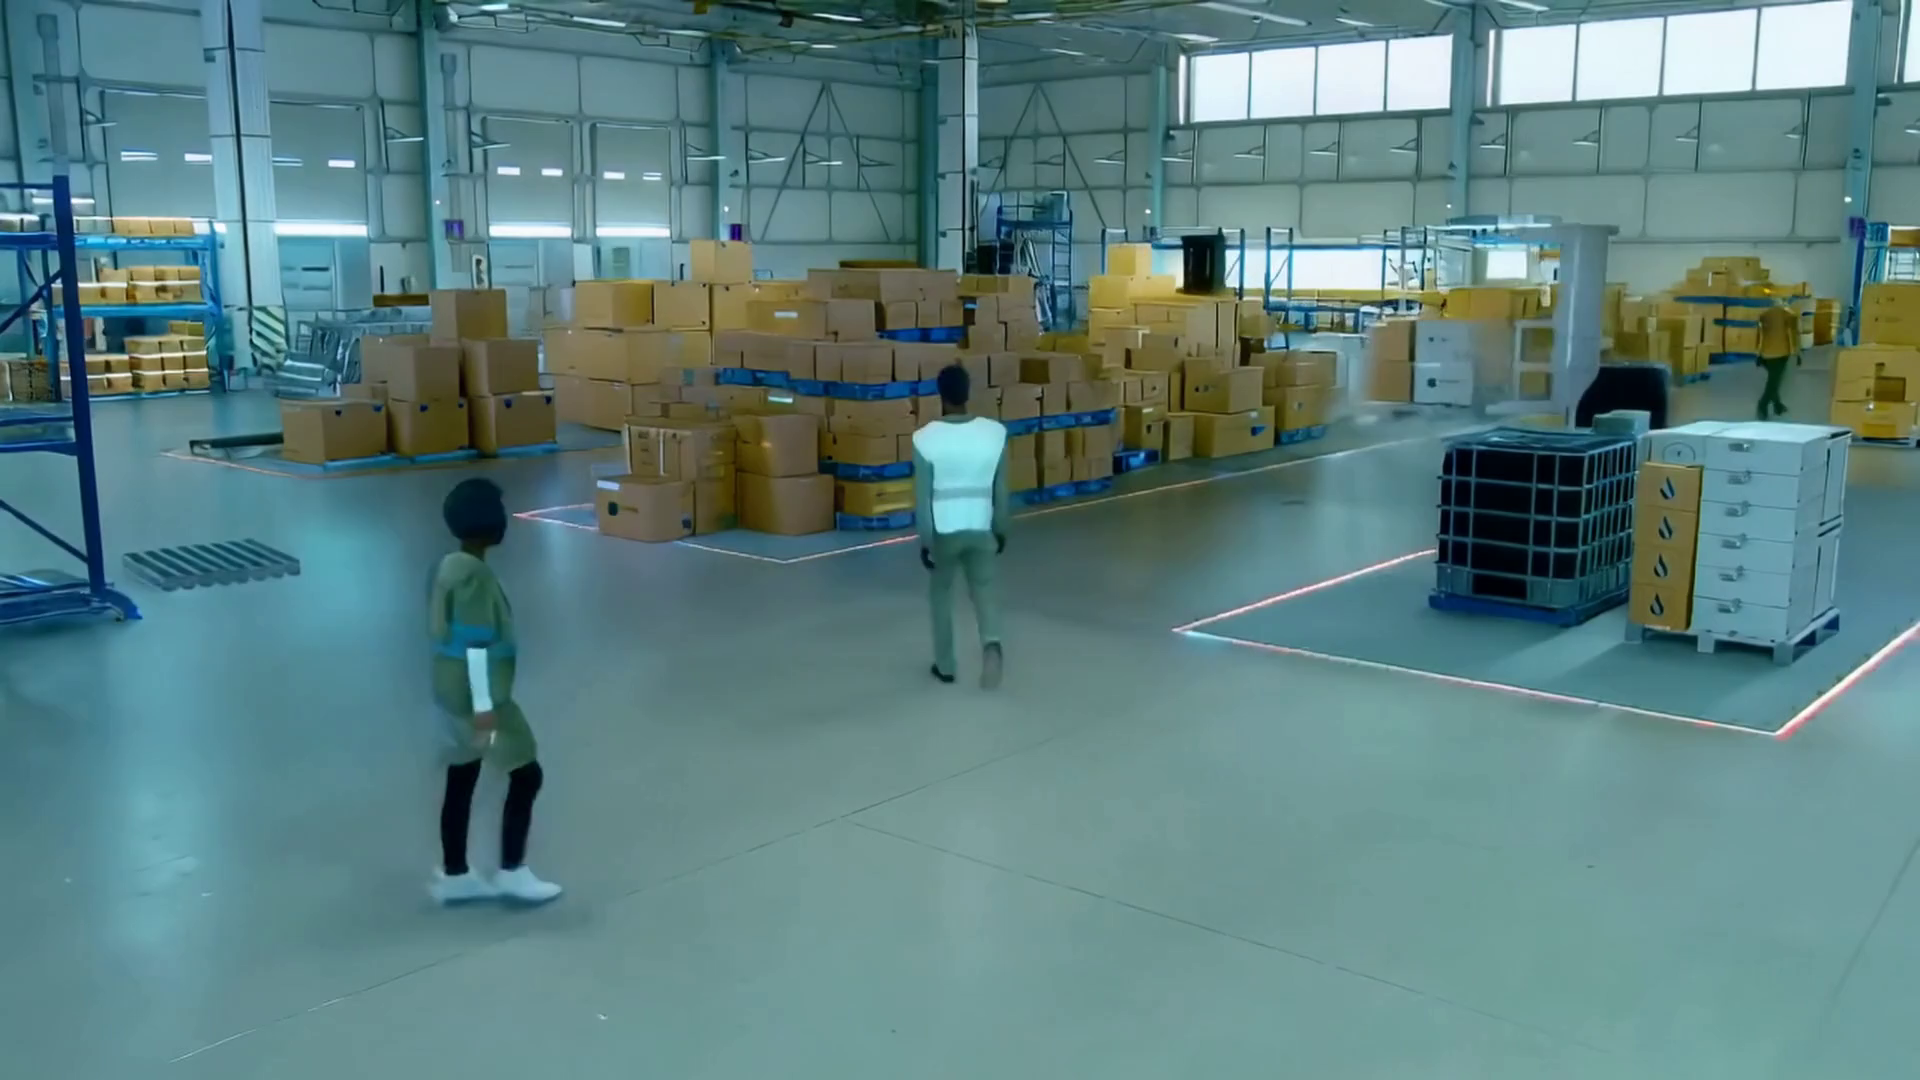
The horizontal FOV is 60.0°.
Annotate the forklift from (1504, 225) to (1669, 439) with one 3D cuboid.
[{"bbox_3d":[7.927,-2.559,20.961,1.873,2.768,1.129,3,10,16],"label":"forklift"}]

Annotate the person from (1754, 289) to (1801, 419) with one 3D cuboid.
[{"bbox_3d":[12.244,-2.774,24.895,1.057,1.937,0.641,-6,12,-30],"label":"person"}]

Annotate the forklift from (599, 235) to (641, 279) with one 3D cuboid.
[{"bbox_3d":[-7.656,-5.502,37.721,1.873,2.768,1.129,8,13,40],"label":"forklift"}]

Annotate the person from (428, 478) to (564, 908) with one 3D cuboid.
[{"bbox_3d":[-1.764,0.593,6.398,0.565,1.677,0.552,-5,11,-27],"label":"person"}]

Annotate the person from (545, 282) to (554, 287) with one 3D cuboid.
[{"bbox_3d":[-11.442,-6.364,46.229,0.529,1.613,0.754,6,12,32],"label":"person"}]

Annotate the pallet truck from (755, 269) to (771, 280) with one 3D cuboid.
[{"bbox_3d":[-4.996,-6.432,45.525,1.885,1.965,0.823,-6,12,-32],"label":"pallet truck"}]

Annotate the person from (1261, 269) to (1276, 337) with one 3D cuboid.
[{"bbox_3d":[8.915,-6.843,48.037,0.357,1.938,0.542,-5,11,-27],"label":"person"}]

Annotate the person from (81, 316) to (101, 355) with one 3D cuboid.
[{"bbox_3d":[-17.386,-4.127,33.162,0.507,1.718,0.363,7,12,36],"label":"person"}]

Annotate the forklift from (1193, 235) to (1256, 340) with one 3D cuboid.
[{"bbox_3d":[5.583,-5.397,37.123,1.873,2.768,1.129,8,13,40],"label":"forklift"}]

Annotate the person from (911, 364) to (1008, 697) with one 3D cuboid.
[{"bbox_3d":[0.020,-0.057,9.540,0.598,1.894,0.805,-3,10,-15],"label":"person"}]
